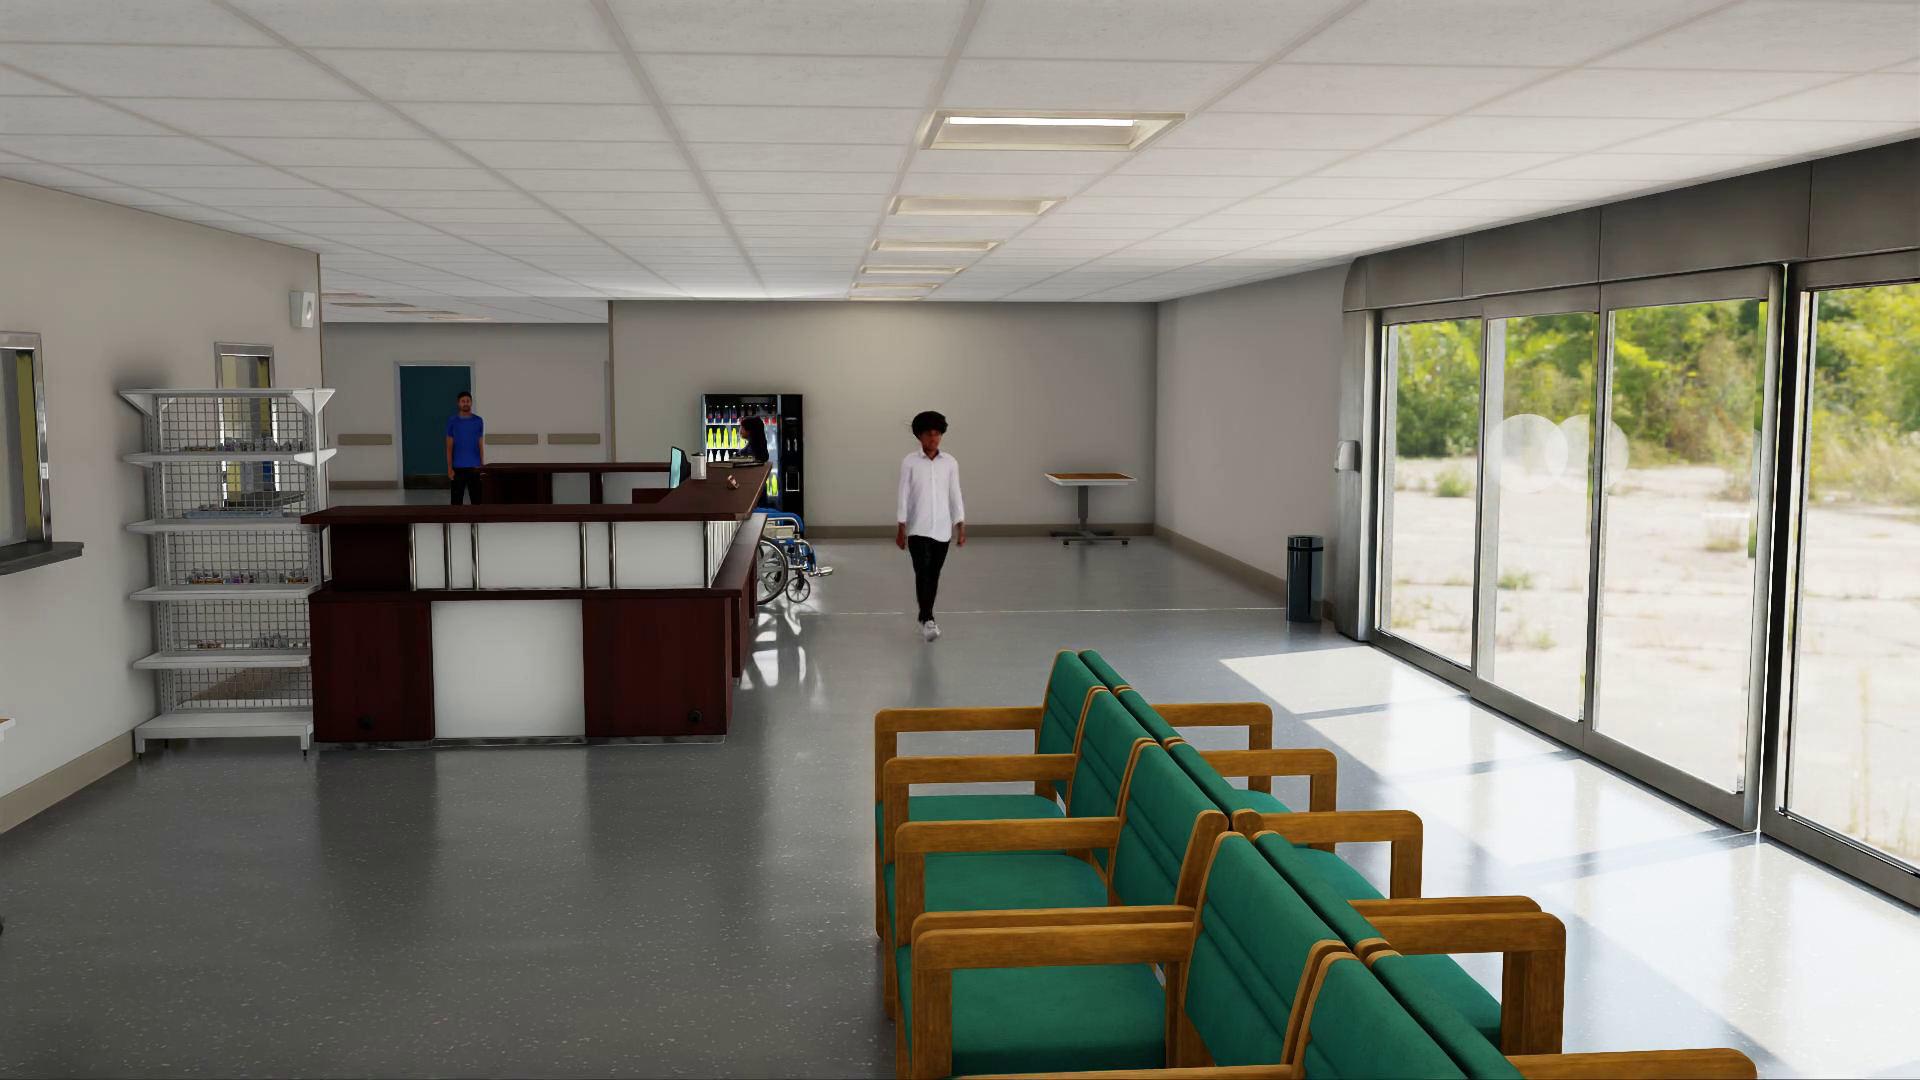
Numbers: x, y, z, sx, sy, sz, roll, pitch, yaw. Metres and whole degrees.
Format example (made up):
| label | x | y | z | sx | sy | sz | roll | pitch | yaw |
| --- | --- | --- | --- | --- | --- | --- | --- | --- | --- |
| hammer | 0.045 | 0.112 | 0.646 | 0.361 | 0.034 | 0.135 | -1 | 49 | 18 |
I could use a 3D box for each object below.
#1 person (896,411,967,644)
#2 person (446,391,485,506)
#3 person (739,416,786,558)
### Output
| label | x | y | z | sx | sy | sz | roll | pitch | yaw |
| --- | --- | --- | --- | --- | --- | --- | --- | --- | --- |
| person | -0.266 | -0.101 | 12.996 | 0.964 | 1.783 | 0.857 | -2 | 6 | -17 |
| person | -6.094 | -0.901 | 20.516 | 0.629 | 1.869 | 0.749 | -3 | 6 | -28 |
| person | -2.206 | -0.546 | 18.483 | 1.072 | 1.570 | 0.751 | 1 | 6 | 7 |
